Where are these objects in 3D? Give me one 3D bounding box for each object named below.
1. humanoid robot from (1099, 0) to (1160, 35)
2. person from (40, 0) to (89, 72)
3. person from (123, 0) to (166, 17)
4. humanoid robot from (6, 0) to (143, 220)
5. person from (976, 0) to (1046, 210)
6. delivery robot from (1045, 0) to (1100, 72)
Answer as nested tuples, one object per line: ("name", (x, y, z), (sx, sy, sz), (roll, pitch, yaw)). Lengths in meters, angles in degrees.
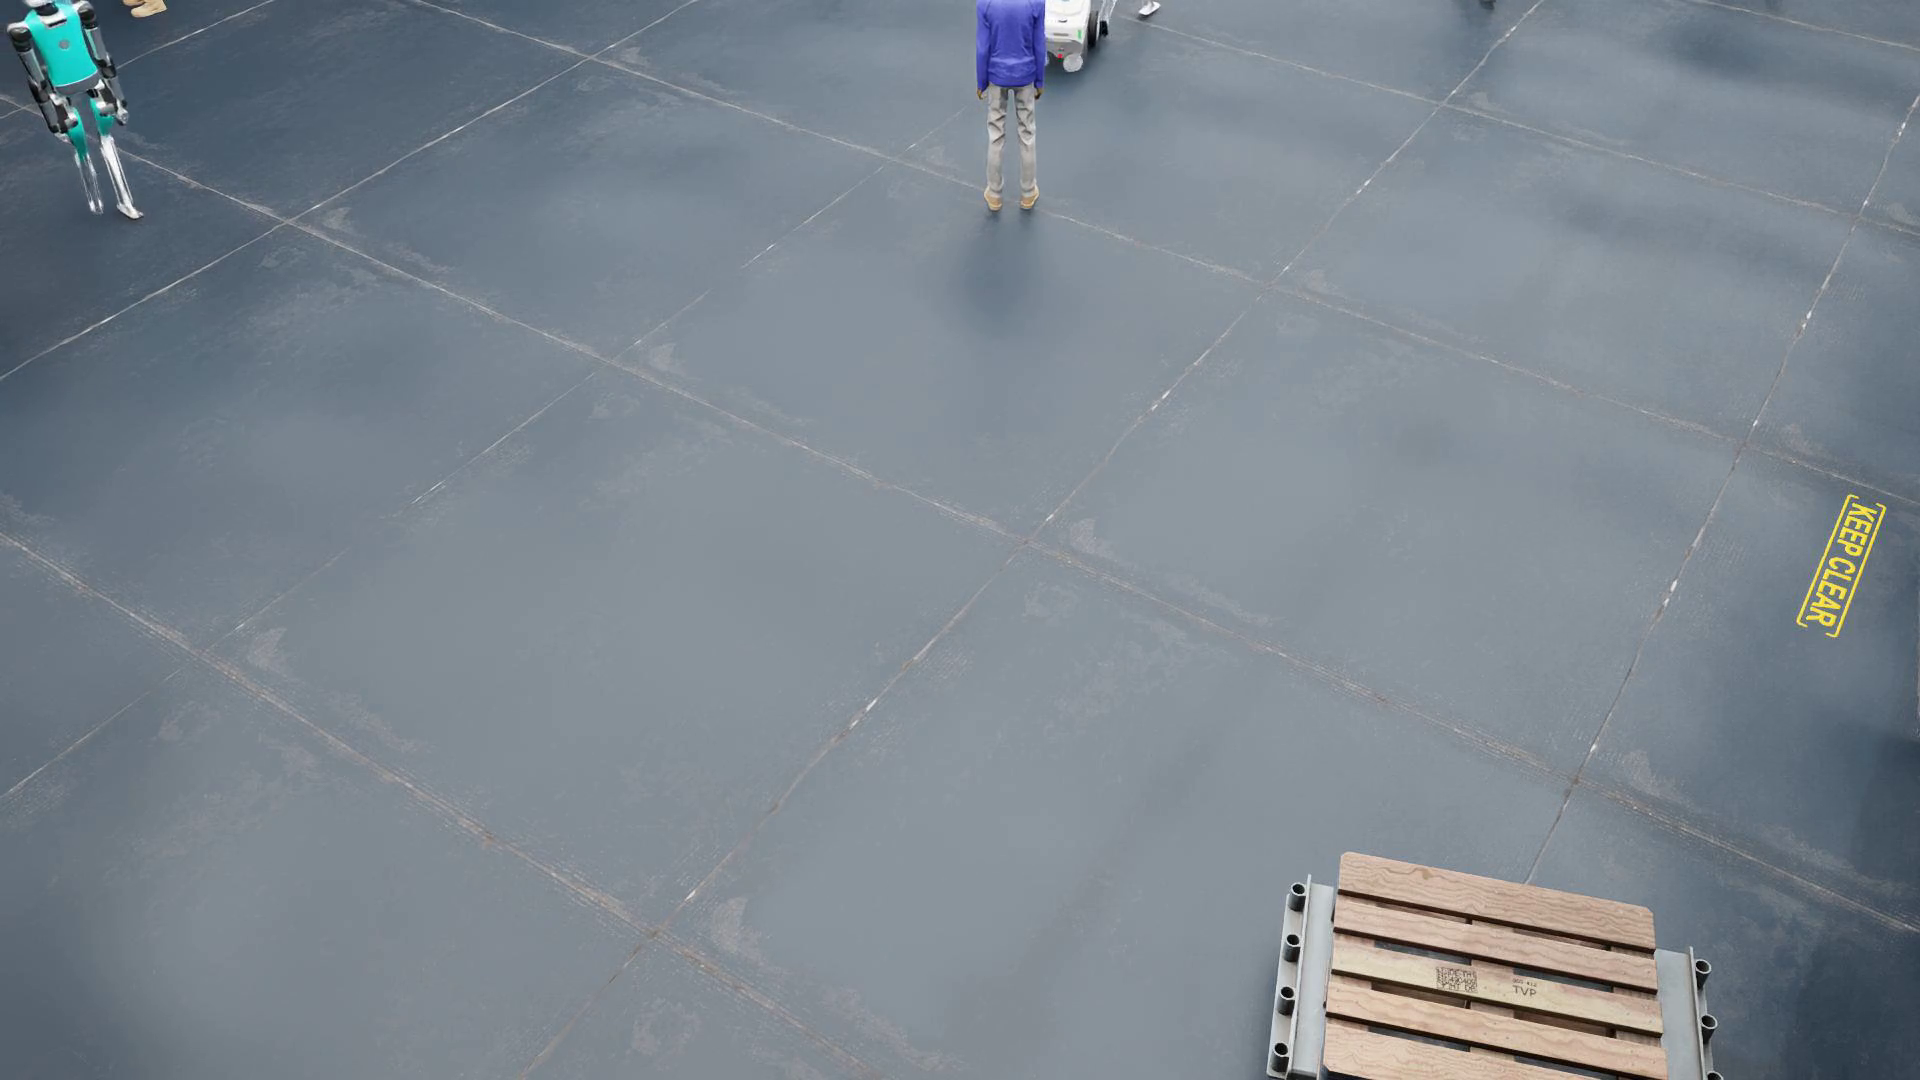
("humanoid robot", (1.390, -4.890, 13.184), (0.559, 1.825, 0.904), (26, 48, 26))
("person", (-7.063, -4.475, 12.609), (0.391, 1.840, 0.564), (-3, 42, -3))
("person", (-6.821, -5.113, 13.391), (0.320, 1.748, 0.470), (-22, 46, -23))
("humanoid robot", (-5.801, -2.820, 10.904), (0.545, 1.896, 0.799), (-33, 51, -31))
("person", (0.334, -3.062, 11.009), (0.459, 1.869, 0.359), (1, 42, 1))
("delivery robot", (0.825, -4.067, 13.124), (0.514, 0.606, 0.777), (6, 42, 6))
